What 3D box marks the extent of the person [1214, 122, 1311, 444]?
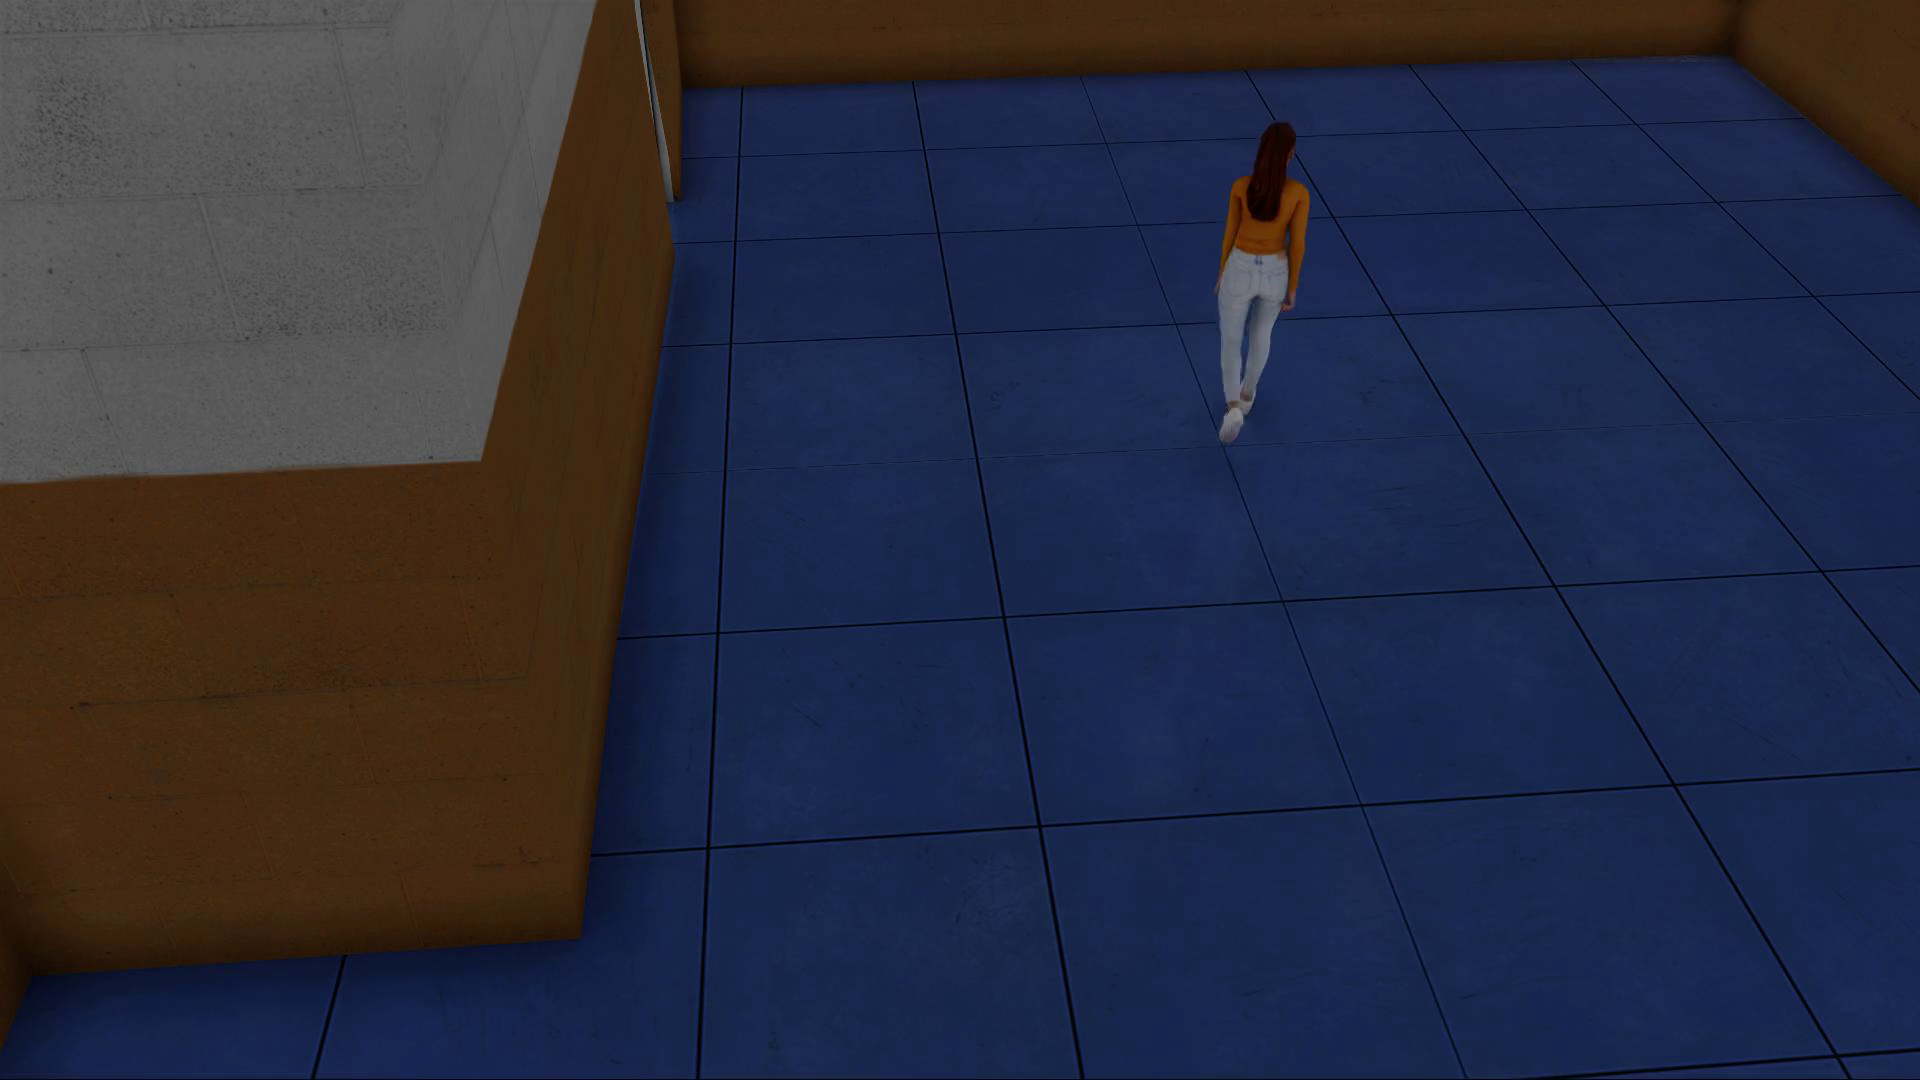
[{"bbox_3d":[1.513,-1.289,8.549,1.018,1.735,0.808,6,37,8],"label":"person"}]
